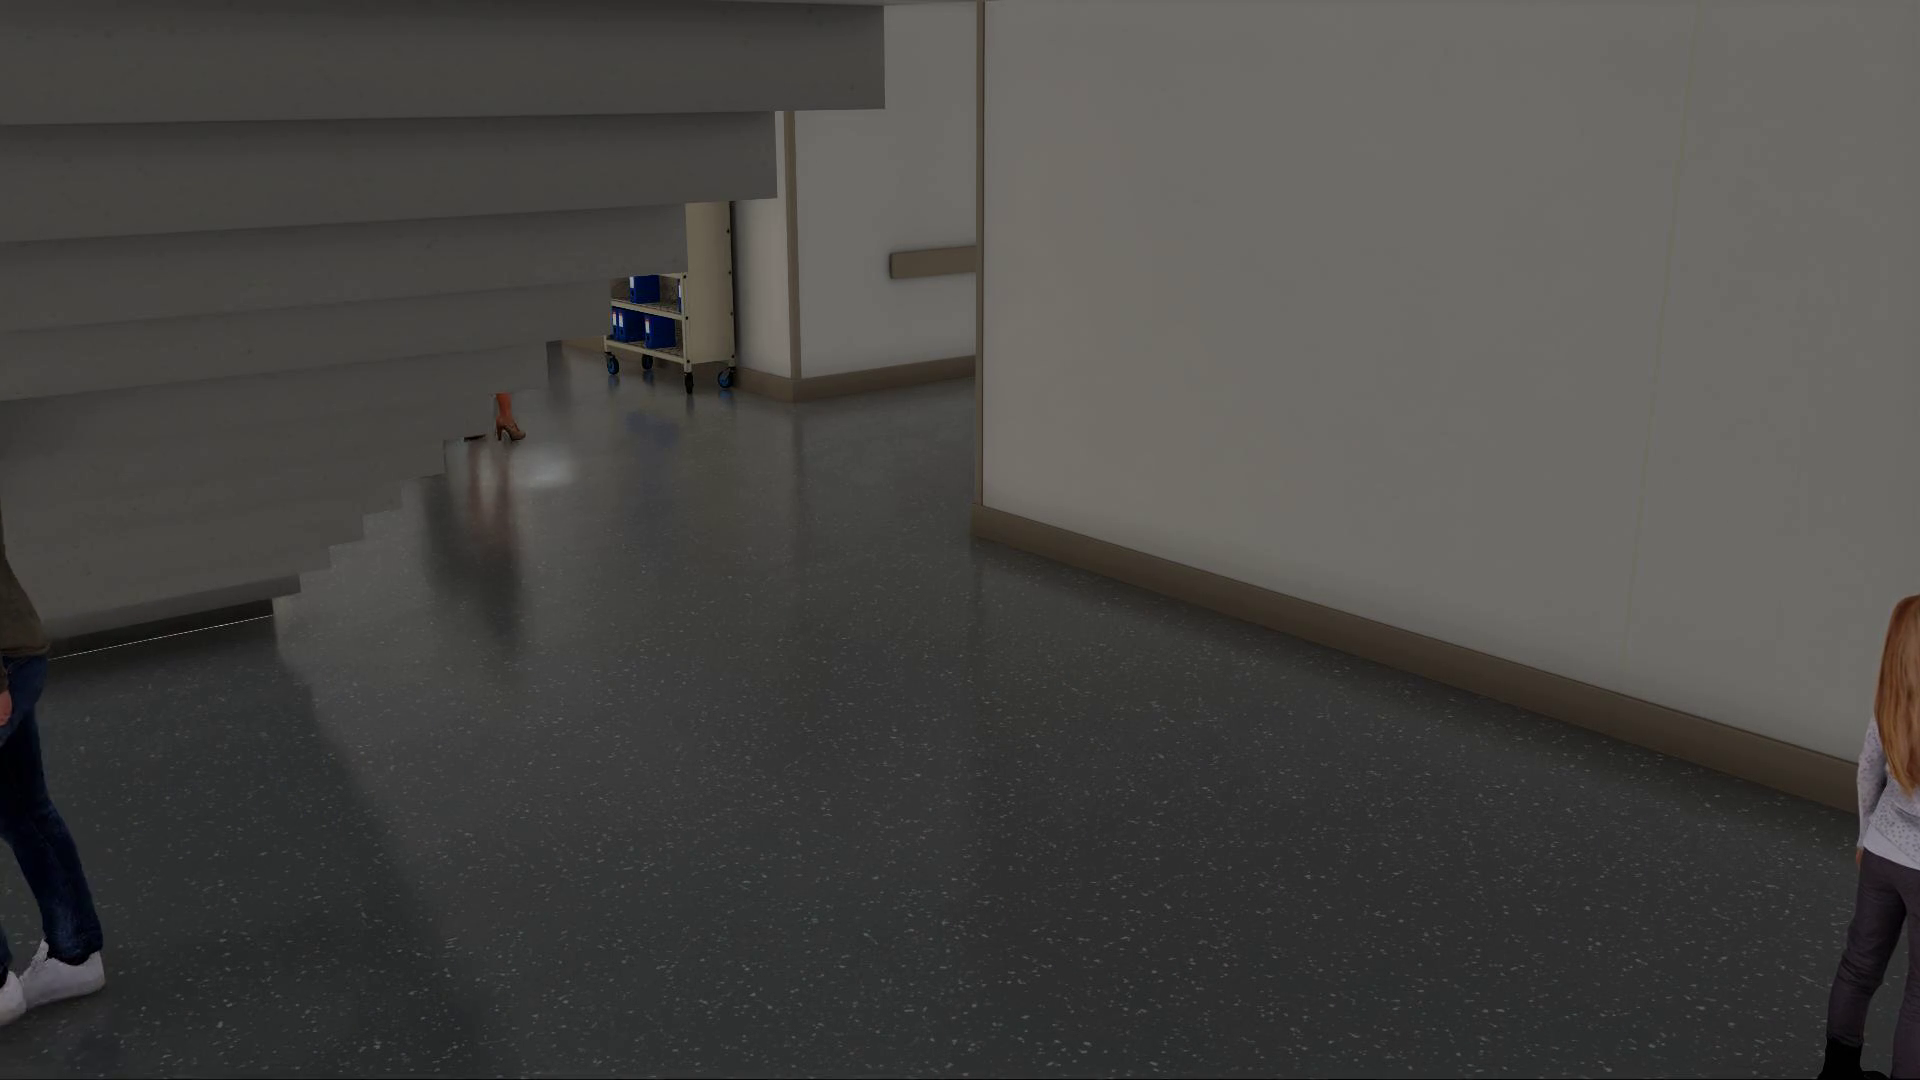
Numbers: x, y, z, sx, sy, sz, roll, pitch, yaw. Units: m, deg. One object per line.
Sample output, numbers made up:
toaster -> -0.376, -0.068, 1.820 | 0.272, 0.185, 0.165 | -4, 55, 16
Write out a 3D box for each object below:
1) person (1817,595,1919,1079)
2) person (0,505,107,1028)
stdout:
person -> 2.047, 0.692, 3.559 | 0.626, 1.279, 0.535 | -4, 16, -16
person -> -2.265, 0.278, 3.980 | 0.791, 1.848, 0.695 | -10, 19, -32
